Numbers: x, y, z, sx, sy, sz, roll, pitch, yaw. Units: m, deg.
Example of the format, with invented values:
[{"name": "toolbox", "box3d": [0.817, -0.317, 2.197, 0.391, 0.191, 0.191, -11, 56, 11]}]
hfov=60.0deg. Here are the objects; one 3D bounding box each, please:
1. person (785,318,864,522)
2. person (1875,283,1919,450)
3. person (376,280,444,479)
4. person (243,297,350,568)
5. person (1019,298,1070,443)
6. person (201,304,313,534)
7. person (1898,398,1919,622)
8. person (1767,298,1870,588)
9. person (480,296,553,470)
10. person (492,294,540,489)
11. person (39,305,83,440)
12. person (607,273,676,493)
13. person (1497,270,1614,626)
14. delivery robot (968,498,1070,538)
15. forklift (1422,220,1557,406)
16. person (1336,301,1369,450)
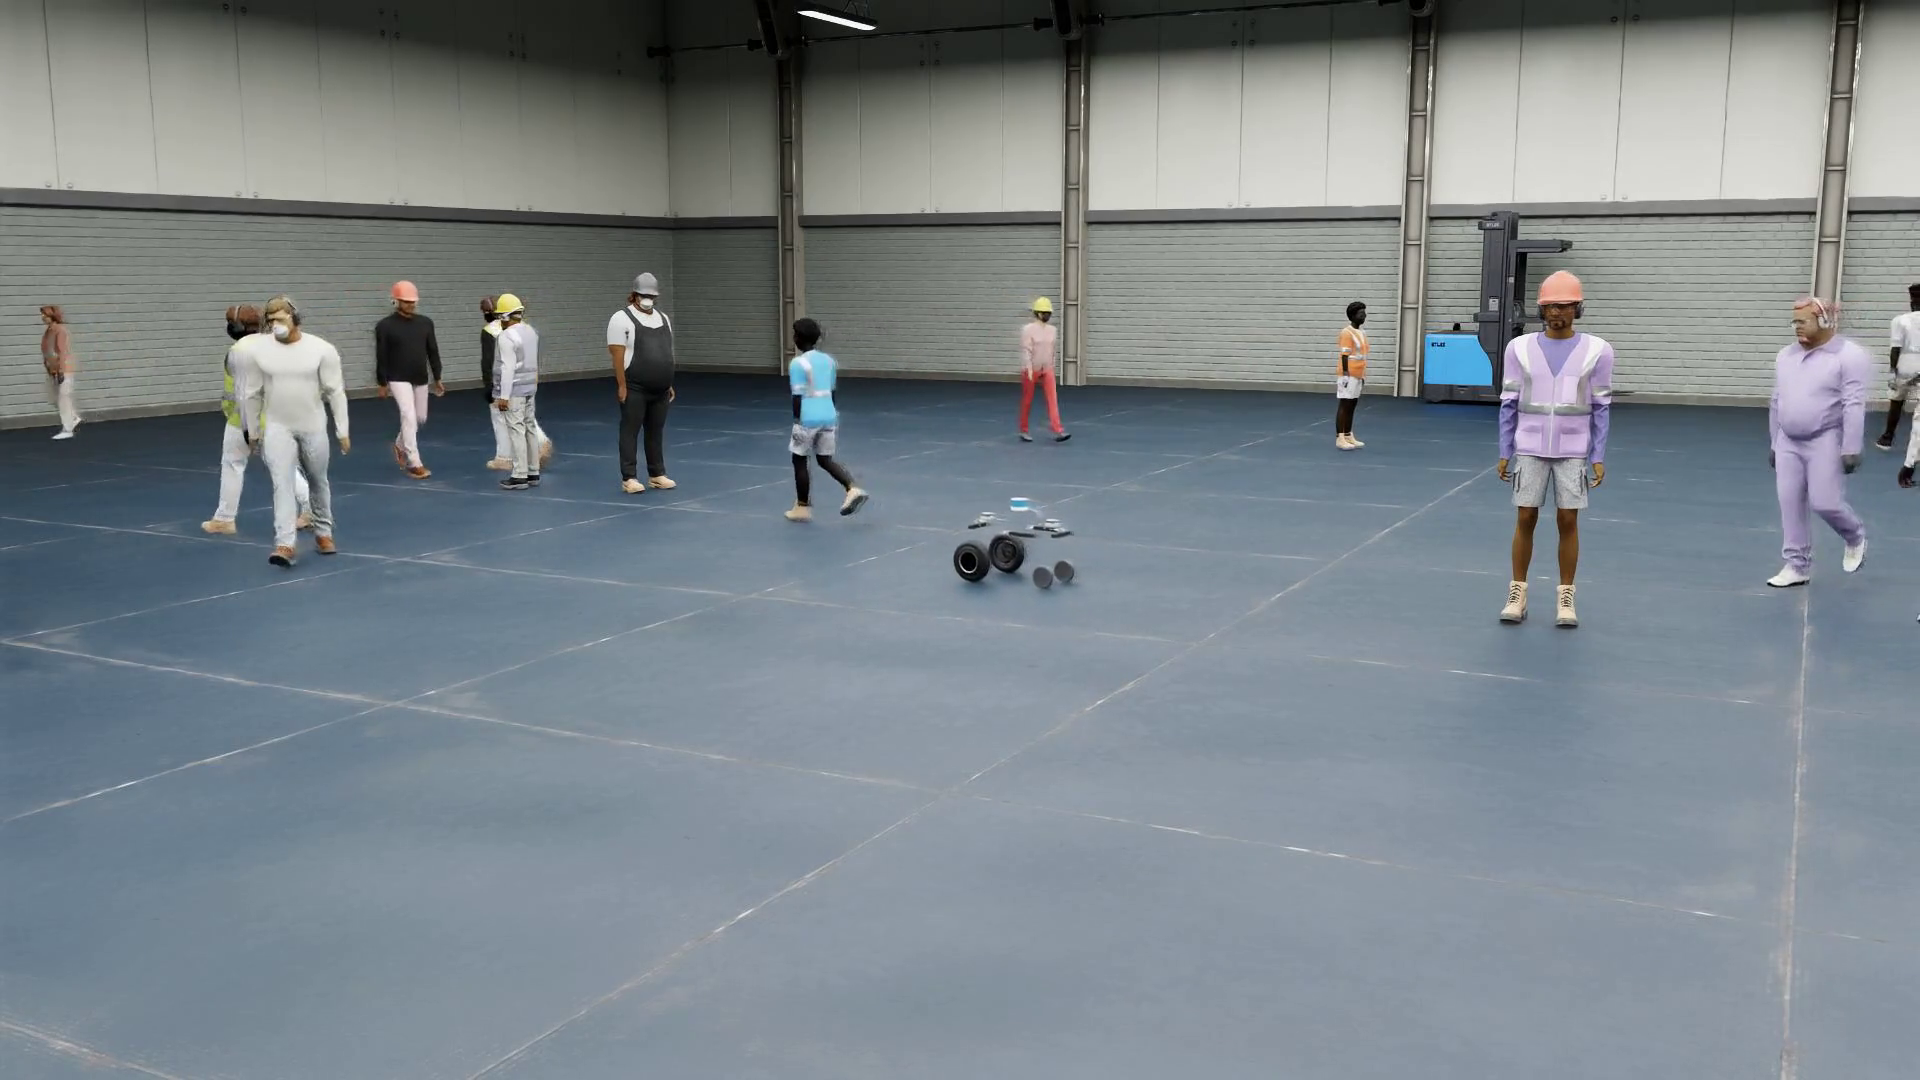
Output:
[{"name": "person", "box3d": [-1.124, -0.977, 13.566, 0.615, 1.667, 0.560, 6, 11, 35]}, {"name": "person", "box3d": [10.756, -1.932, 18.740, 0.617, 1.915, 0.981, 1, 9, 9]}, {"name": "person", "box3d": [-5.591, -1.628, 16.740, 0.889, 1.959, 0.635, 9, 13, 42]}, {"name": "person", "box3d": [-4.668, -0.767, 11.717, 0.701, 1.869, 1.050, -2, 9, -14]}, {"name": "person", "box3d": [0.972, -2.014, 19.822, 0.525, 1.717, 0.920, -5, 10, -28]}, {"name": "person", "box3d": [-5.495, -0.950, 13.040, 0.961, 1.804, 0.630, 1, 9, 8]}, {"name": "person", "box3d": [5.751, -0.460, 9.663, 0.690, 1.905, 0.595, -1, 9, -9]}, {"name": "person", "box3d": [5.621, -0.635, 10.862, 0.615, 1.883, 0.648, -5, 10, -27]}, {"name": "person", "box3d": [-4.613, -1.607, 17.121, 0.744, 1.802, 0.656, 5, 10, 28]}, {"name": "person", "box3d": [-4.212, -1.410, 15.760, 0.403, 1.827, 0.600, 2, 9, 13]}, {"name": "person", "box3d": [-10.981, -2.039, 20.264, 0.516, 1.629, 0.384, 8, 12, 40]}, {"name": "person", "box3d": [-2.912, -1.458, 15.539, 0.536, 2.000, 0.673, 8, 12, 40]}, {"name": "person", "box3d": [3.431, -0.527, 9.643, 0.612, 2.048, 0.363, 4, 10, 23]}, {"name": "delivery robot", "box3d": [0.388, -0.165, 11.045, 0.698, 0.223, 0.335, 7, 11, 35]}, {"name": "forklift", "box3d": [8.245, -3.527, 25.720, 1.873, 2.768, 1.129, 5, 10, 27]}, {"name": "person", "box3d": [4.524, -1.897, 19.175, 0.321, 1.696, 0.536, 7, 11, 35]}]
